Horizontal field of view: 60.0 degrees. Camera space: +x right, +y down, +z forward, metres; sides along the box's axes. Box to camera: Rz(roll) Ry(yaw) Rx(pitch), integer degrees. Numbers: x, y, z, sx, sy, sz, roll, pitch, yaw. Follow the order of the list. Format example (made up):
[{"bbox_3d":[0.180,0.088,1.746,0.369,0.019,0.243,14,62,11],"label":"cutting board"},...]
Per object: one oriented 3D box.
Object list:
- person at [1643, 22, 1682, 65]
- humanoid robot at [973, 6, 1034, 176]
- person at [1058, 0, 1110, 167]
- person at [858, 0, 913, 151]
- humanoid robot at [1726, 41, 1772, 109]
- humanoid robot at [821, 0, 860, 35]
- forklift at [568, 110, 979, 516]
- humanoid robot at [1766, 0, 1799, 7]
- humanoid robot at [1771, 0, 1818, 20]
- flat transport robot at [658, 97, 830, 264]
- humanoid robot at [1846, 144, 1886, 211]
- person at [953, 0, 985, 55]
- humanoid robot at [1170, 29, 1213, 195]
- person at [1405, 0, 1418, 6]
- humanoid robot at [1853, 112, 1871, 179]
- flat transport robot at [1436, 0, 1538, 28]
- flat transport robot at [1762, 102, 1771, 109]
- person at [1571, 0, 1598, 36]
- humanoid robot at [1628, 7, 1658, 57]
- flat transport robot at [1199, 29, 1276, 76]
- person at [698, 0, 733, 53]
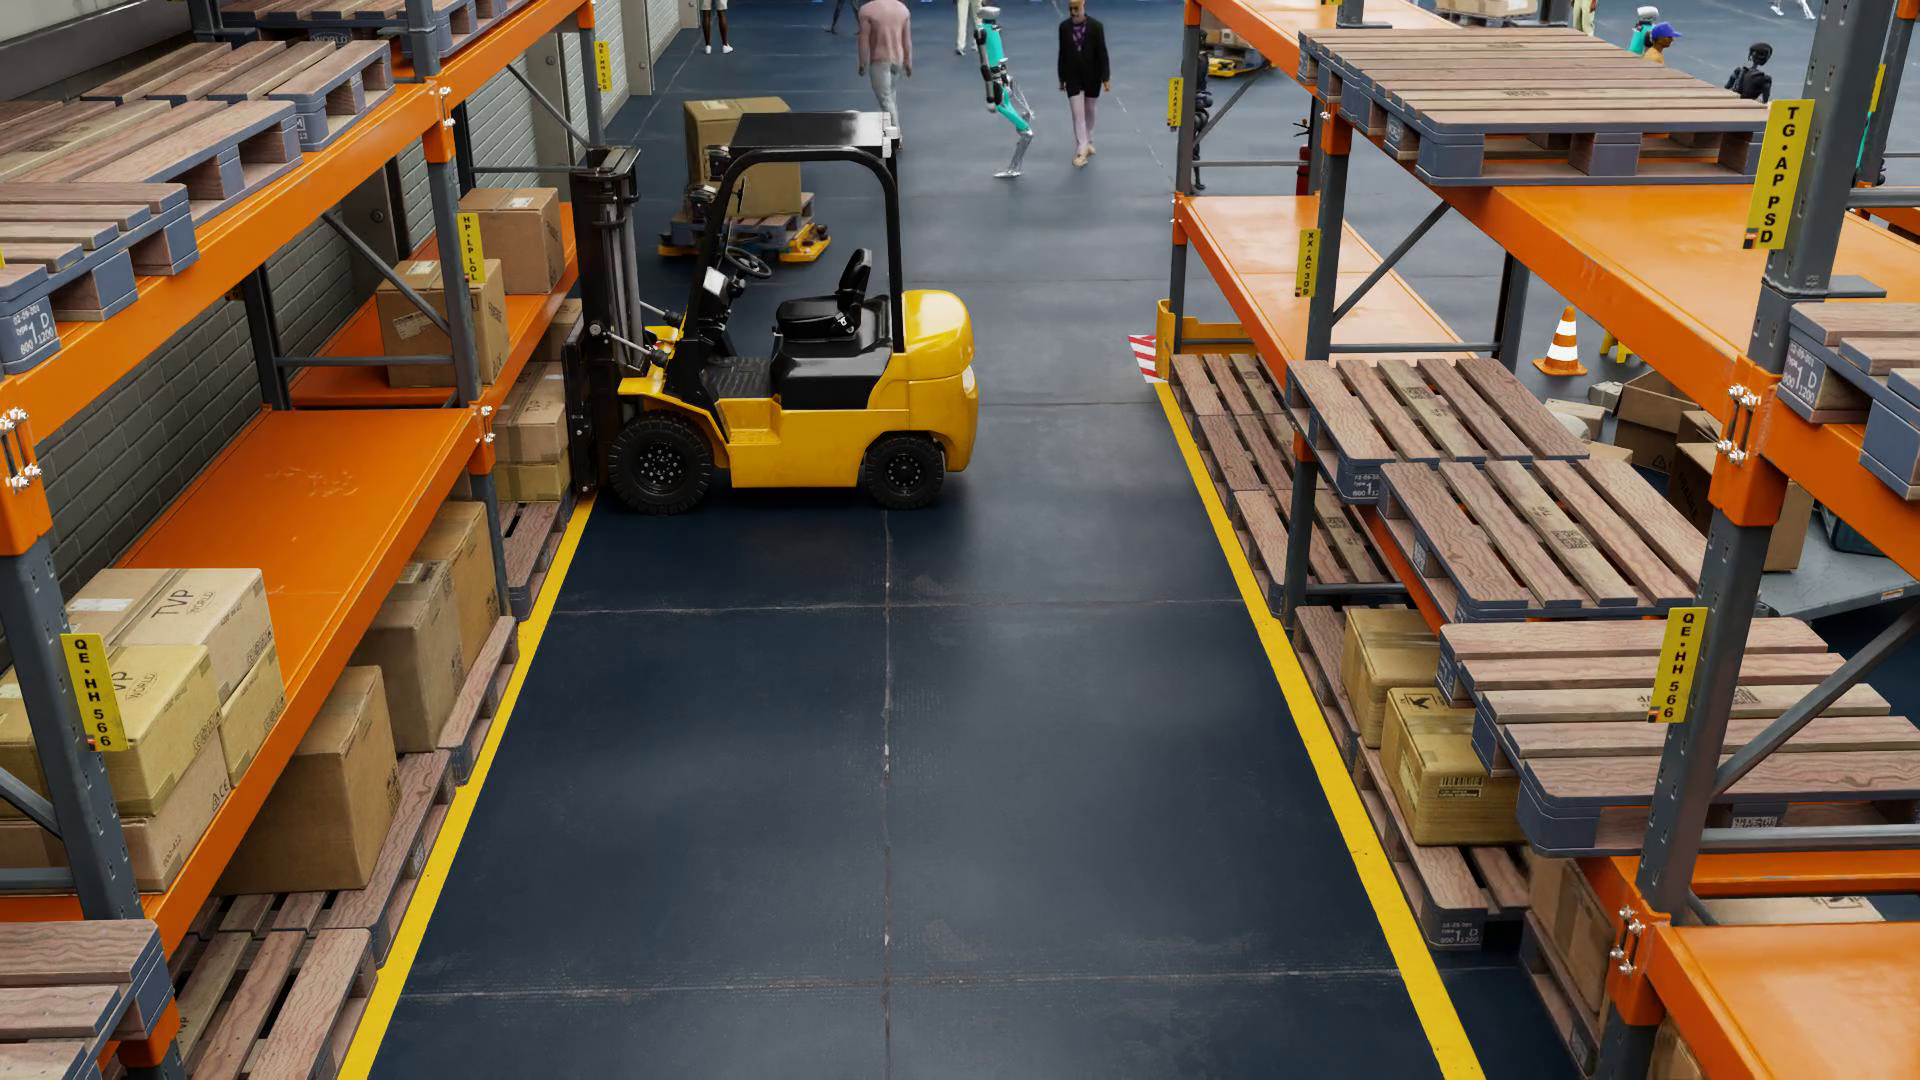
[{"bbox_3d":[6.969,-4.347,16.812,0.357,1.718,0.448,7,26,14],"label":"person"},{"bbox_3d":[0.538,-4.649,17.472,0.774,1.809,0.542,9,27,18],"label":"humanoid robot"},{"bbox_3d":[1.366,-5.093,18.308,0.590,1.800,0.948,4,26,8],"label":"person"},{"bbox_3d":[-0.807,-5.393,18.835,0.648,1.900,0.730,-17,30,-32],"label":"person"},{"bbox_3d":[7.518,-3.975,16.073,0.424,1.645,0.612,-9,27,-18],"label":"humanoid robot"},{"bbox_3d":[-1.849,-8.901,26.530,0.752,1.629,0.602,10,27,21],"label":"humanoid robot"},{"bbox_3d":[-1.043,-1.379,9.976,2.313,2.155,1.214,-1,25,-2],"label":"forklift"},{"bbox_3d":[14.887,-10.400,29.697,0.601,1.631,0.648,-21,32,-37],"label":"humanoid robot"},{"bbox_3d":[14.295,-9.754,28.298,0.533,1.772,1.015,-13,28,-26],"label":"humanoid robot"},{"bbox_3d":[-1.945,-2.713,15.049,1.431,0.231,0.659,4,26,9],"label":"flat transport robot"},{"bbox_3d":[7.513,-2.965,13.918,0.315,1.657,0.599,-1,25,-1],"label":"humanoid robot"},{"bbox_3d":[0.143,-8.182,24.940,0.568,1.709,0.865,4,26,8],"label":"person"},{"bbox_3d":[2.364,-4.368,16.899,0.319,1.652,0.600,15,29,29],"label":"humanoid robot"},{"bbox_3d":[6.880,-8.511,25.501,0.577,1.833,0.394,-19,31,-34],"label":"person"},{"bbox_3d":[6.931,-2.780,13.498,0.680,1.820,0.532,15,29,28],"label":"humanoid robot"},{"bbox_3d":[8.295,-8.089,26.434,1.431,0.231,0.659,-16,30,-30],"label":"flat transport robot"},{"bbox_3d":[8.633,-3.989,17.752,0.659,0.231,1.431,22,33,38],"label":"flat transport robot"},{"bbox_3d":[8.920,-7.681,23.672,0.407,1.893,0.533,-5,26,-11],"label":"person"},{"bbox_3d":[6.917,-4.779,17.700,1.008,1.723,0.578,3,25,6],"label":"humanoid robot"},{"bbox_3d":[3.955,-6.835,23.777,0.659,0.231,1.431,22,33,39],"label":"flat transport robot"},{"bbox_3d":[-3.723,-8.280,24.941,0.560,1.895,0.383,1,25,1],"label":"person"}]
